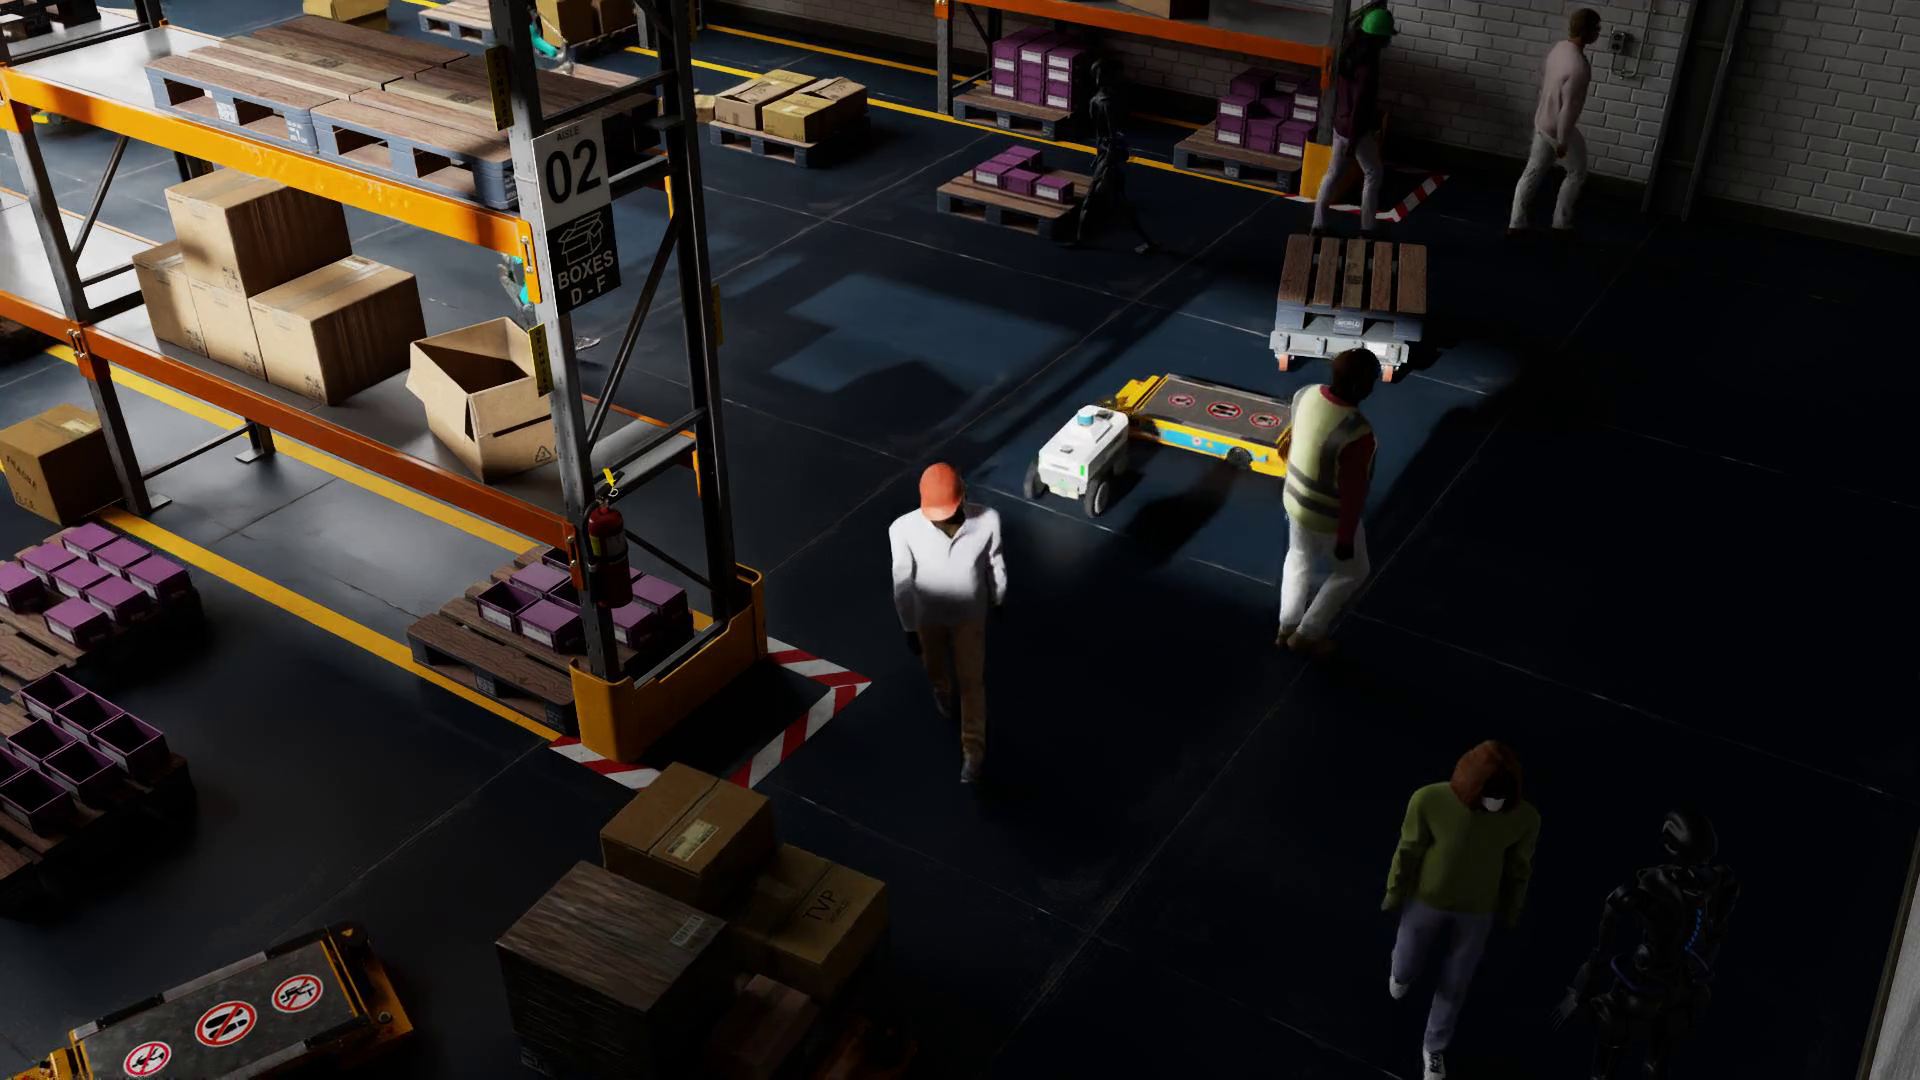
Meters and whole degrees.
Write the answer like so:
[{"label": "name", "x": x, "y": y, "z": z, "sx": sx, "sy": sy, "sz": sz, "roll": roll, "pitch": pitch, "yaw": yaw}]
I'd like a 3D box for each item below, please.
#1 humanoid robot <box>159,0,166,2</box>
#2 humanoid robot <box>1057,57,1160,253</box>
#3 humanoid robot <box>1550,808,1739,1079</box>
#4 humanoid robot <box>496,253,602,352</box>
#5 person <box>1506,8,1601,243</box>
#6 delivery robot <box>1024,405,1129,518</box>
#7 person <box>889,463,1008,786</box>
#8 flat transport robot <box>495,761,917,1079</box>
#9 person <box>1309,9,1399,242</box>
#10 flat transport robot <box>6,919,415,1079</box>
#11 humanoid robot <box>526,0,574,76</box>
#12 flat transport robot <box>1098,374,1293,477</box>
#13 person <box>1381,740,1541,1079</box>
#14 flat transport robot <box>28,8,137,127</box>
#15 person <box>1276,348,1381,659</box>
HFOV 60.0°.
[{"label": "humanoid robot", "x": -9.672, "y": -7.204, "z": 19.596, "sx": 0.863, "sy": 1.770, "sz": 0.605, "roll": -25, "pitch": 40, "yaw": -33}, {"label": "humanoid robot", "x": 1.245, "y": -3.053, "z": 13.349, "sx": 0.821, "sy": 1.638, "sz": 0.610, "roll": -2, "pitch": 33, "yaw": -3}, {"label": "humanoid robot", "x": 2.483, "y": 1.642, "z": 6.046, "sx": 0.599, "sy": 1.657, "sz": 0.315, "roll": -8, "pitch": 34, "yaw": -12}, {"label": "humanoid robot", "x": -3.051, "y": -2.111, "z": 11.750, "sx": 0.995, "sy": 1.738, "sz": 0.553, "roll": 8, "pitch": 34, "yaw": 12}, {"label": "person", "x": 4.937, "y": -3.339, "z": 13.492, "sx": 0.771, "sy": 1.913, "sz": 0.650, "roll": -2, "pitch": 33, "yaw": -3}, {"label": "delivery robot", "x": 0.771, "y": -0.535, "z": 10.431, "sx": 0.499, "sy": 0.592, "sz": 0.791, "roll": 17, "pitch": 37, "yaw": 24}, {"label": "person", "x": -0.042, "y": 0.334, "z": 8.064, "sx": 0.569, "sy": 1.682, "sz": 0.929, "roll": -3, "pitch": 33, "yaw": -5}, {"label": "flat transport robot", "x": -0.958, "y": 2.007, "z": 6.789, "sx": 1.431, "sy": 0.231, "sz": 0.659, "roll": 17, "pitch": 37, "yaw": 24}, {"label": "person", "x": 3.320, "y": -3.348, "z": 13.514, "sx": 0.831, "sy": 1.918, "sz": 0.498, "roll": -4, "pitch": 33, "yaw": -6}, {"label": "flat transport robot", "x": -3.015, "y": 2.065, "z": 6.700, "sx": 1.431, "sy": 0.231, "sz": 0.659, "roll": -20, "pitch": 38, "yaw": -28}, {"label": "humanoid robot", "x": -4.077, "y": -4.862, "z": 16.017, "sx": 0.938, "sy": 1.738, "sz": 0.555, "roll": 18, "pitch": 37, "yaw": 25}, {"label": "flat transport robot", "x": 1.670, "y": -0.785, "z": 11.079, "sx": 1.431, "sy": 0.231, "sz": 0.659, "roll": 17, "pitch": 37, "yaw": 24}, {"label": "person", "x": 1.919, "y": 1.399, "z": 6.481, "sx": 0.525, "sy": 1.612, "sz": 0.537, "roll": 6, "pitch": 34, "yaw": 10}, {"label": "flat transport robot", "x": -8.470, "y": -4.285, "z": 16.459, "sx": 1.431, "sy": 0.231, "sz": 0.659, "roll": 6, "pitch": 34, "yaw": 9}, {"label": "person", "x": 1.918, "y": -0.165, "z": 8.701, "sx": 0.443, "sy": 1.820, "sz": 0.647, "roll": -14, "pitch": 36, "yaw": -20}]
